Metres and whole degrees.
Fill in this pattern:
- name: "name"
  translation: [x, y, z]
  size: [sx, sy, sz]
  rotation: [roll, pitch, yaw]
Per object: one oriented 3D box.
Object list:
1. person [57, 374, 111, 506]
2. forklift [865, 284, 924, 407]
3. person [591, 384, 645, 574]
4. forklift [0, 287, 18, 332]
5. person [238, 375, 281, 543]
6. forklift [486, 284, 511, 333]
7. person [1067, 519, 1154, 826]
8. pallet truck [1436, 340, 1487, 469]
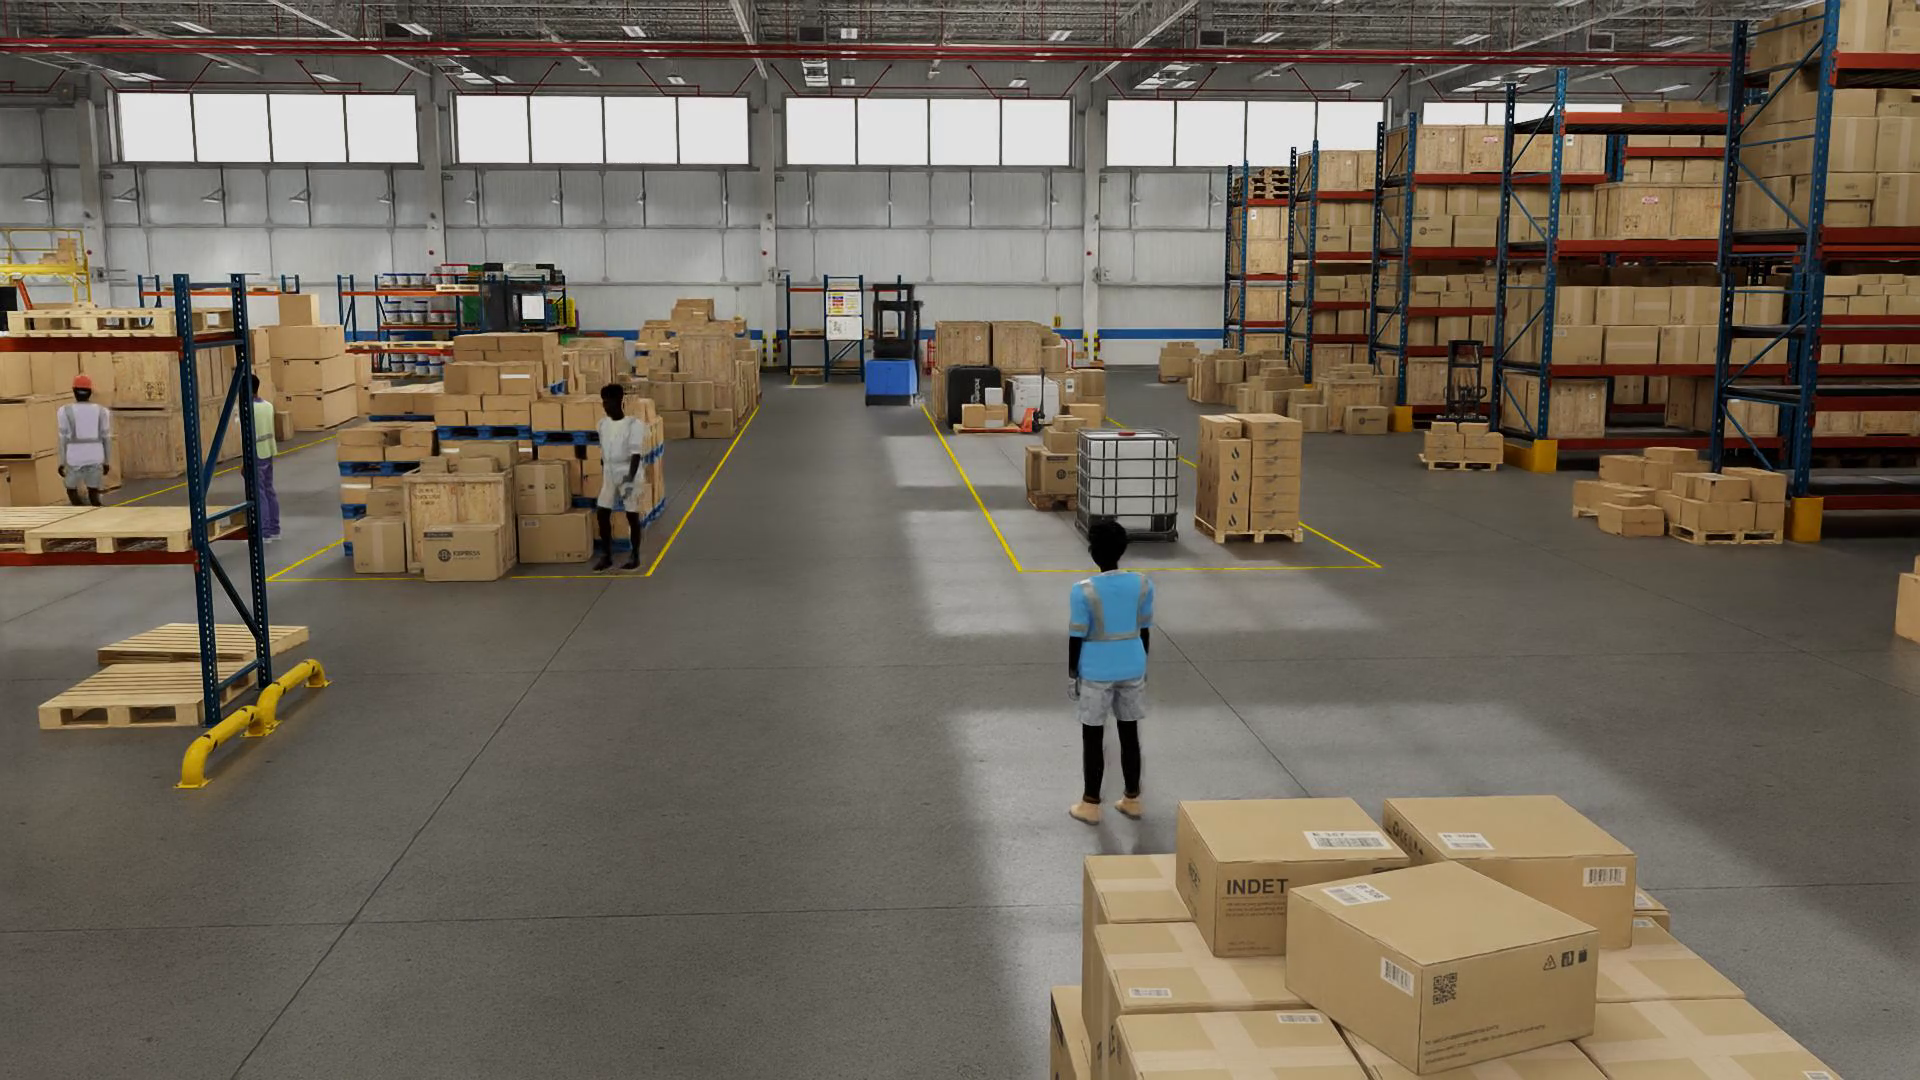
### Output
- name: "person"
  translation: [-9.899, -0.917, 18.802]
  size: [0.568, 1.914, 0.415]
  rotation: [-9, 13, -44]
- name: "forklift"
  translation: [-1.527, -4.510, 38.350]
  size: [1.129, 2.768, 1.873]
  rotation: [1, 9, 7]
- name: "person"
  translation: [-3.473, -0.602, 16.779]
  size: [0.609, 1.934, 0.746]
  rotation: [4, 10, 24]
- name: "forklift"
  translation: [-16.256, -2.887, 28.158]
  size: [1.873, 2.768, 1.129]
  rotation: [-1, 9, -4]
- name: "person"
  translation: [-7.926, -0.918, 18.804]
  size: [0.371, 1.916, 0.597]
  rotation: [1, 9, 4]
- name: "forklift"
  translation: [-10.054, -4.217, 36.511]
  size: [1.873, 2.768, 1.129]
  rotation: [-1, 9, -4]
- name: "person"
  translation: [0.824, 0.731, 9.170]
  size: [0.537, 1.696, 0.320]
  rotation: [-4, 10, -25]
- name: "pallet truck"
  translation: [8.004, -2.170, 26.422]
  size: [0.823, 1.965, 1.885]
  rotation: [2, 9, 14]
